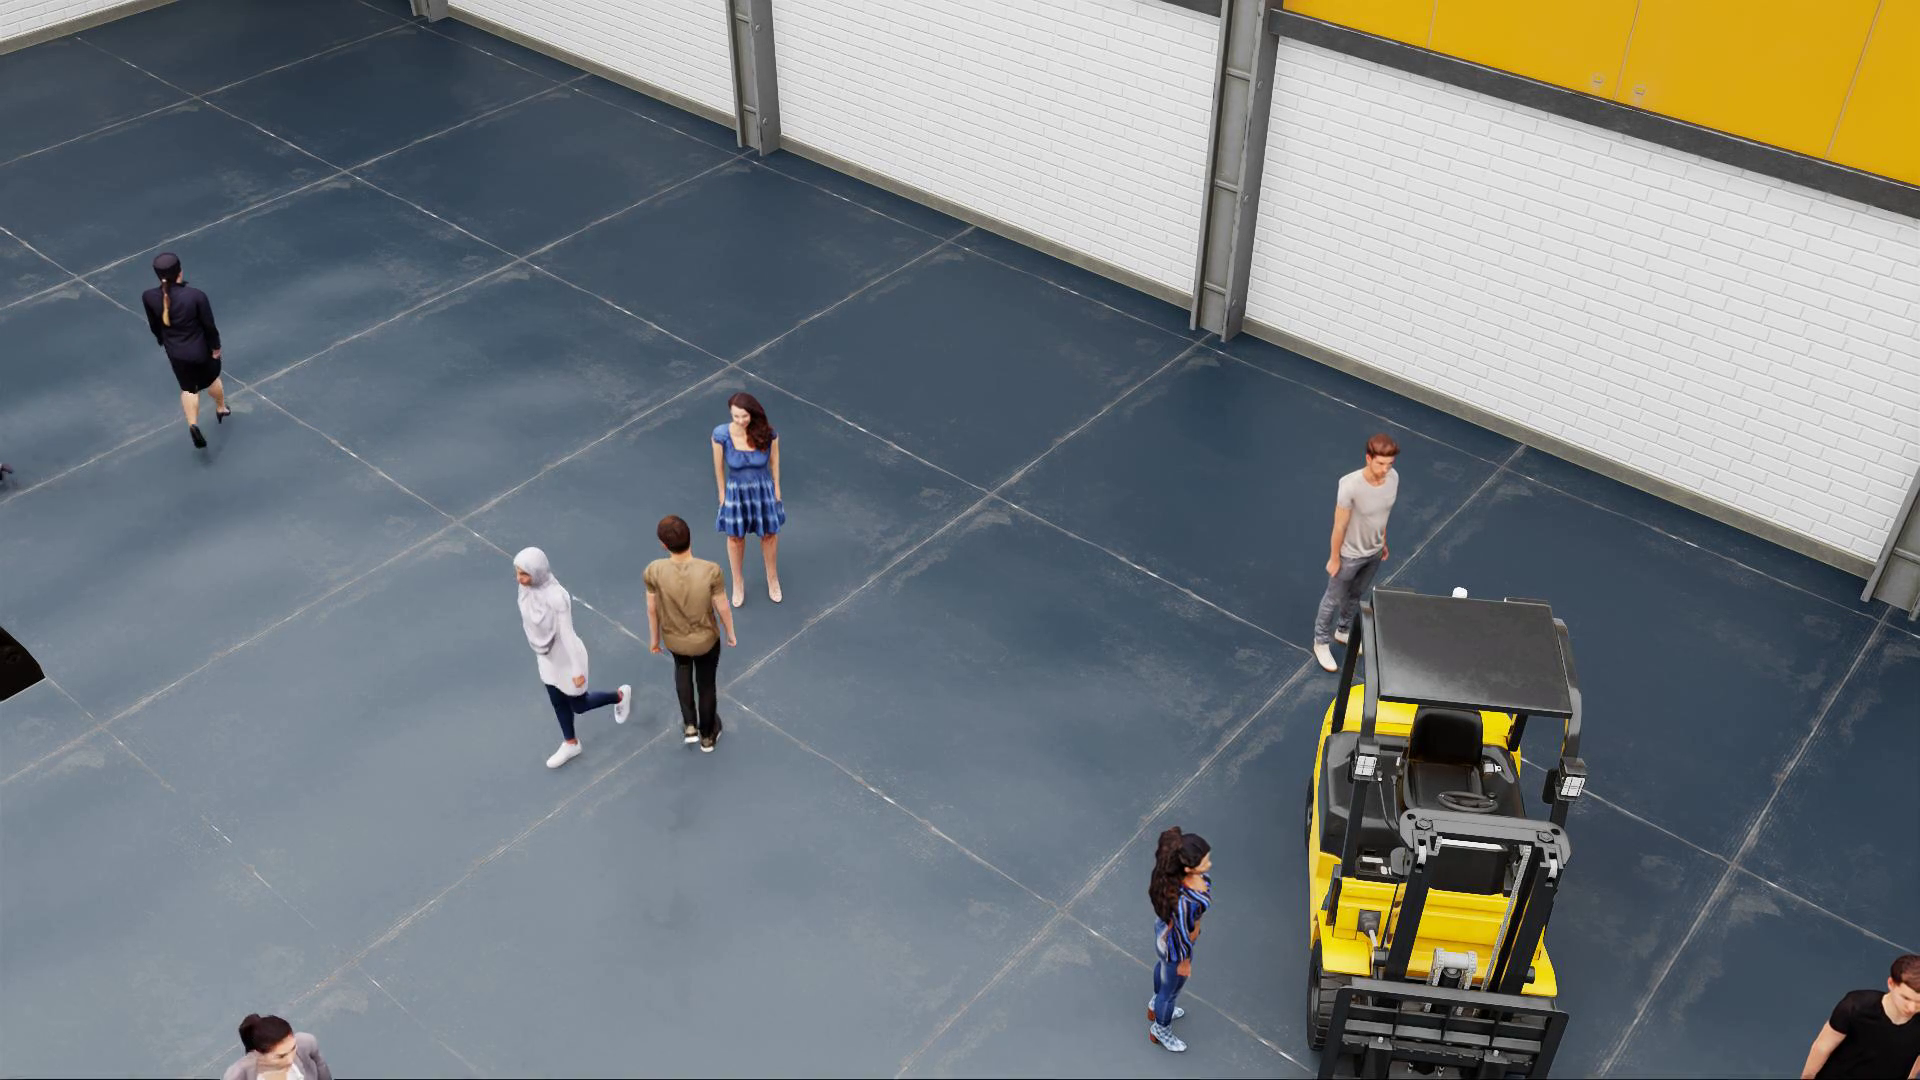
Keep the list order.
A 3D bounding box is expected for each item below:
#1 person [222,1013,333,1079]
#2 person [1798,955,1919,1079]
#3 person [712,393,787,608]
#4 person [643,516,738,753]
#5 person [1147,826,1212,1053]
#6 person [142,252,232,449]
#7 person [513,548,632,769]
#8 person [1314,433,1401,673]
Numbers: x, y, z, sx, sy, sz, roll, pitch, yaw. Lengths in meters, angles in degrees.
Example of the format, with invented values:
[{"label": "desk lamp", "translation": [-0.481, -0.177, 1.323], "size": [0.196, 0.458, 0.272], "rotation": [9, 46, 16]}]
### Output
[{"label": "person", "translation": [-3.309, 2.806, 8.135], "size": [0.734, 1.650, 0.719], "rotation": [-24, 44, -27]}, {"label": "person", "translation": [4.384, 2.654, 8.155], "size": [0.712, 1.862, 0.834], "rotation": [6, 39, 8]}, {"label": "person", "translation": [-1.498, -0.283, 11.879], "size": [0.758, 1.805, 0.804], "rotation": [-5, 39, -6]}, {"label": "person", "translation": [-1.744, 0.686, 10.642], "size": [0.823, 1.834, 0.902], "rotation": [1, 39, 1]}, {"label": "person", "translation": [1.173, 2.151, 8.983], "size": [0.719, 1.615, 0.694], "rotation": [4, 39, 5]}, {"label": "person", "translation": [-6.300, -1.510, 13.539], "size": [1.046, 1.651, 1.131], "rotation": [-6, 39, -7]}, {"label": "person", "translation": [-2.491, 0.711, 10.670], "size": [0.839, 1.761, 0.687], "rotation": [28, 46, 31]}, {"label": "person", "translation": [2.719, 0.048, 11.395], "size": [0.729, 1.891, 0.681], "rotation": [-20, 43, -23]}]
